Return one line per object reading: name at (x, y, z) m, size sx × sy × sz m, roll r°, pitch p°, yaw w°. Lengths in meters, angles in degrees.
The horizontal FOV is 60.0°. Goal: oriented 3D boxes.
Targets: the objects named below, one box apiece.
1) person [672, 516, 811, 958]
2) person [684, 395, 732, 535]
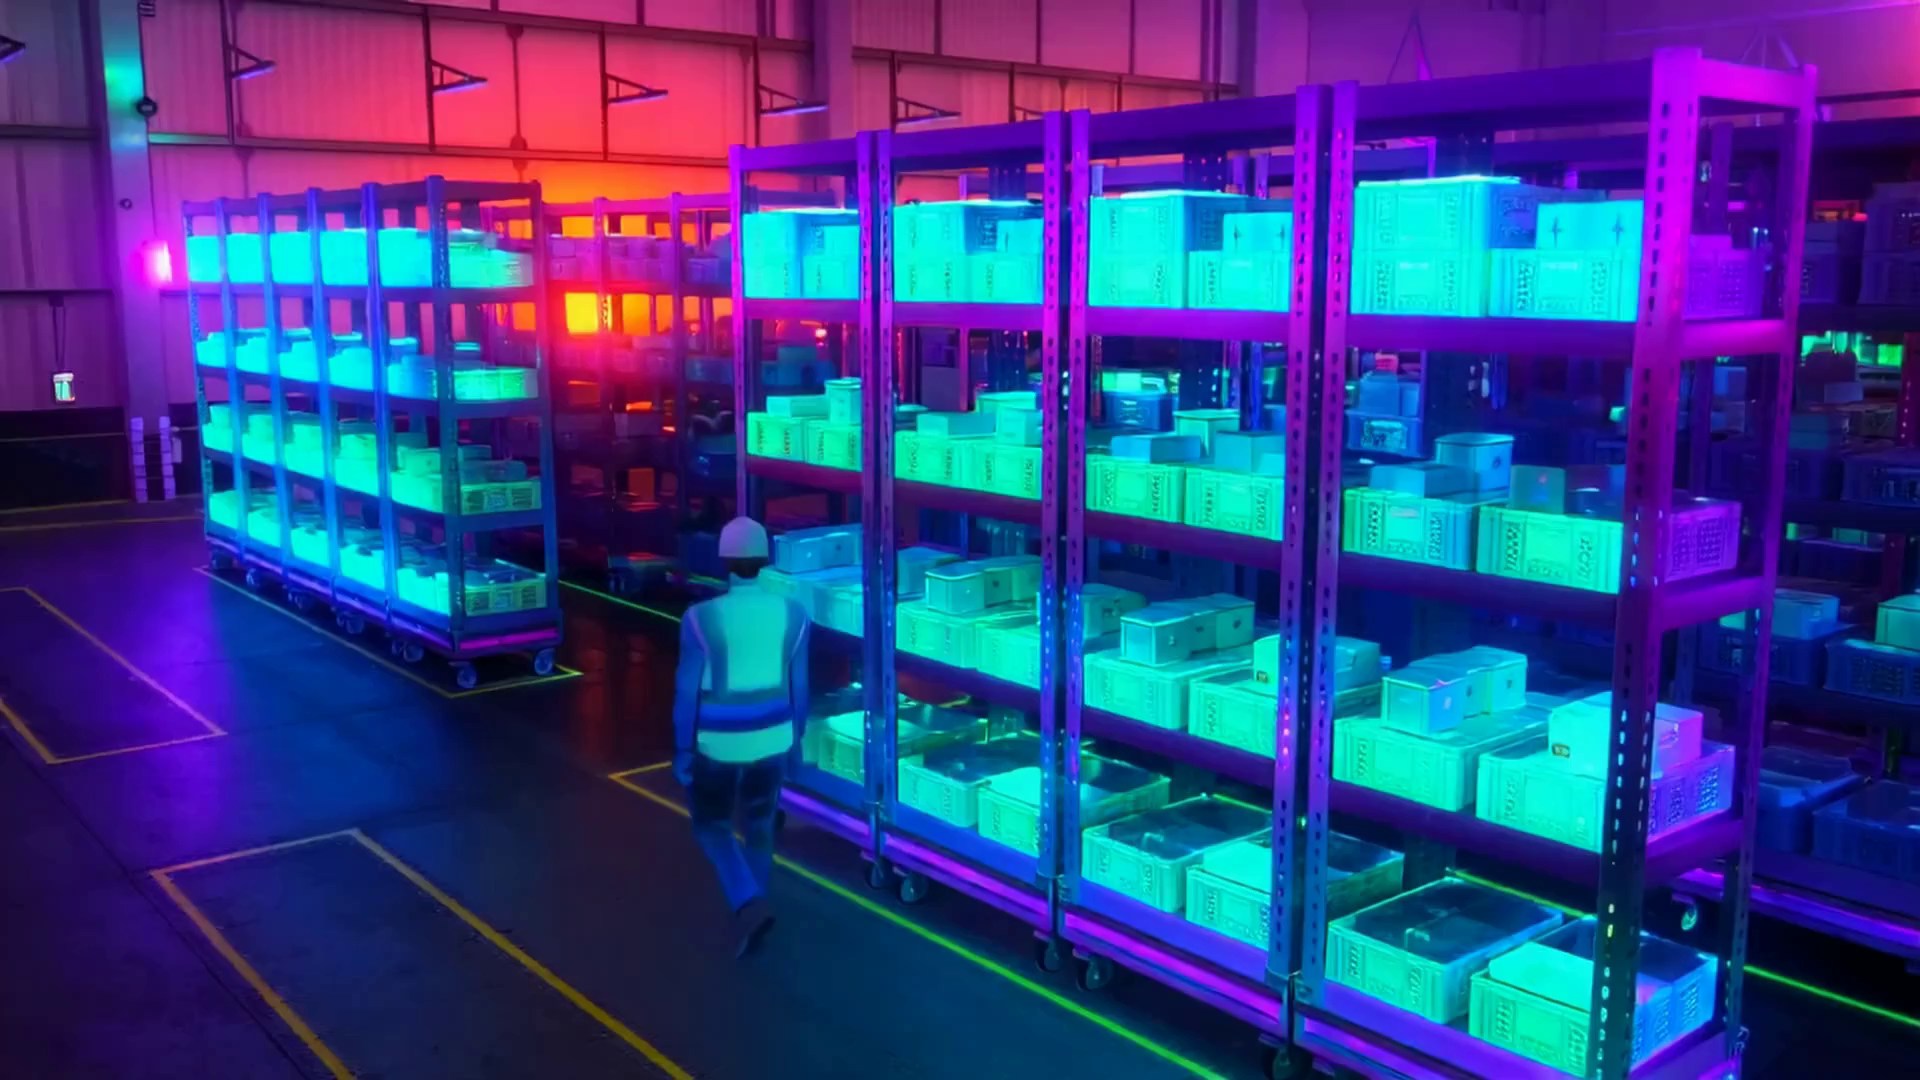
person at (-0.920, 0.863, 7.225) m, size 0.626 × 1.933 × 0.655 m, roll -5°, pitch 11°, yaw -29°
person at (-2.557, -0.675, 16.846) m, size 0.812 × 1.817 × 0.578 m, roll 8°, pitch 12°, yaw 40°
